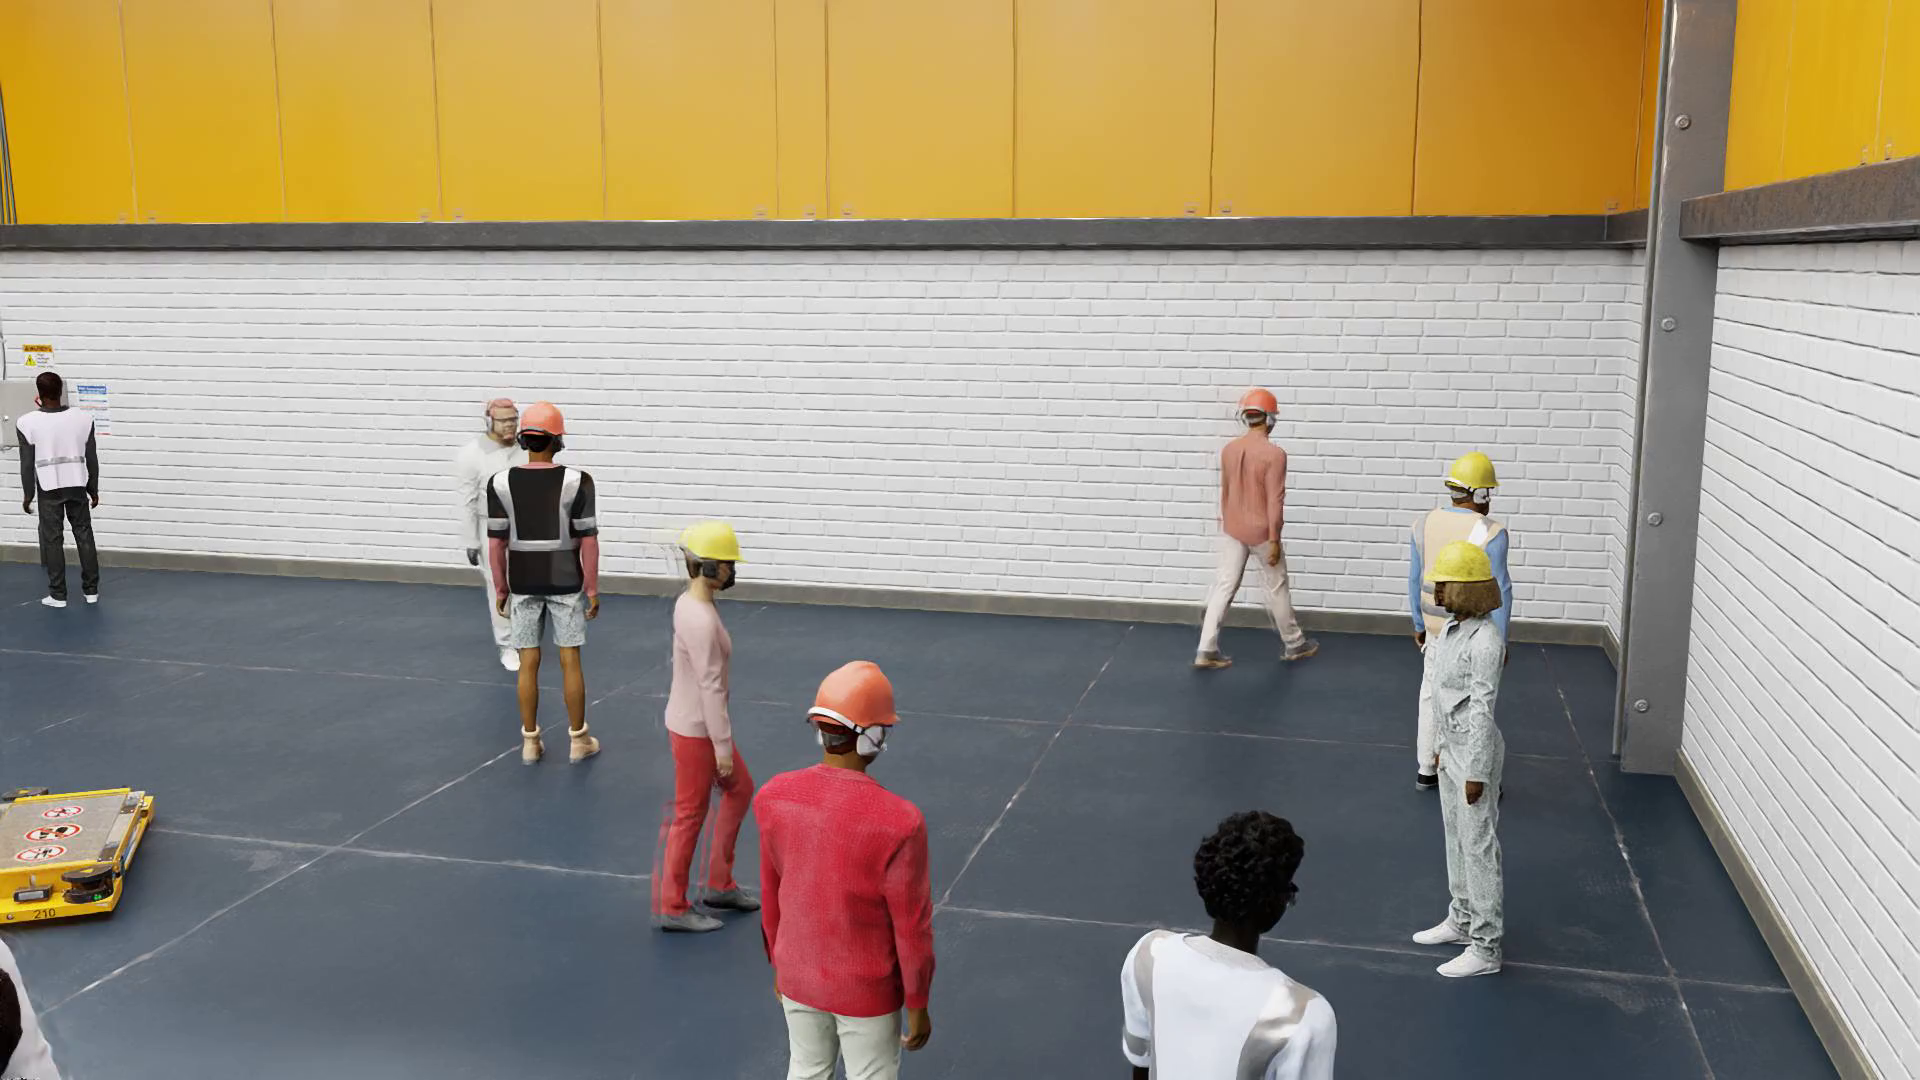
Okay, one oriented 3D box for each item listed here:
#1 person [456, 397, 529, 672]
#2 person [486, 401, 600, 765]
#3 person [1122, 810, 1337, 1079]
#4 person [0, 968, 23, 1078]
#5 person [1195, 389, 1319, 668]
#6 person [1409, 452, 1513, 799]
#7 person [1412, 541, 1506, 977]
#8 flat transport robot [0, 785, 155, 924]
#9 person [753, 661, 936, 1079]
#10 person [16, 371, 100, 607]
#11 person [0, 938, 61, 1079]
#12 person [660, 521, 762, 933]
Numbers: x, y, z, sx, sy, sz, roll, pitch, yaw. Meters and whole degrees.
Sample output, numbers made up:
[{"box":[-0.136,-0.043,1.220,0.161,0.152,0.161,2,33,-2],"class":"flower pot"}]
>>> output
[{"box":[-3.138,-0.051,11.500,0.664,1.891,0.501,-7,12,-37],"class":"person"},{"box":[-2.319,0.244,9.326,0.609,2.043,0.397,0,10,-1],"class":"person"},{"box":[0.569,1.403,3.560,0.322,1.686,0.540,-9,13,-44],"class":"person"},{"box":[-1.424,1.496,2.484,0.305,1.866,0.552,-7,12,-37],"class":"person"},{"box":[2.045,-0.077,11.562,1.047,1.934,0.622,-7,12,-35],"class":"person"},{"box":[2.638,0.452,8.725,0.404,1.830,0.600,-7,12,-35],"class":"person"},{"box":[1.991,0.859,6.629,0.343,1.735,0.484,0,10,-1],"class":"person"},{"box":[-4.164,1.412,7.660,0.652,0.197,1.431,-3,10,-19],"class":"flat transport robot"},{"box":[-0.303,1.194,4.628,0.567,1.741,0.354,6,11,32],"class":"person"},{"box":[-7.324,-0.411,13.551,0.590,1.920,0.392,-9,13,-44],"class":"person"},{"box":[-2.175,1.391,3.571,0.707,1.730,0.300,-6,11,-33],"class":"person"},{"box":[-1.019,0.790,6.985,0.598,1.739,0.561,-2,10,-12],"class":"person"}]
